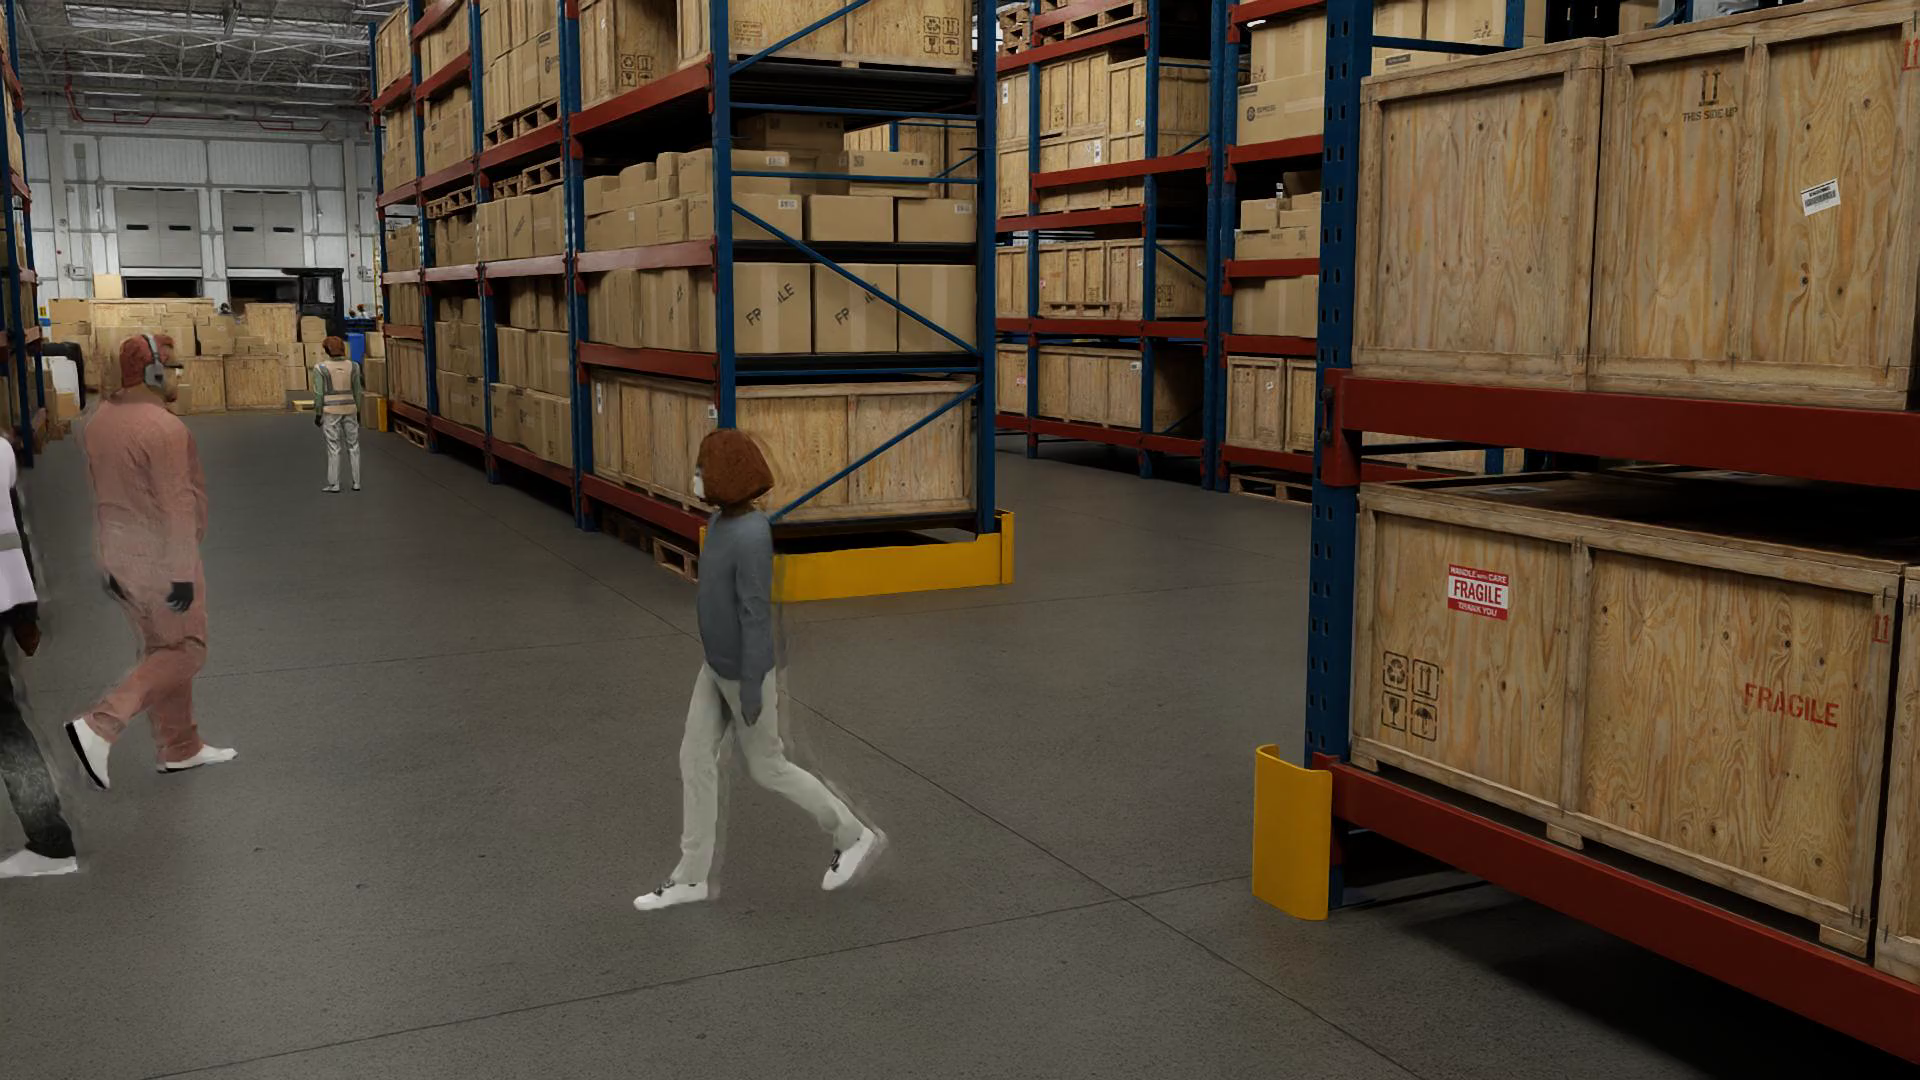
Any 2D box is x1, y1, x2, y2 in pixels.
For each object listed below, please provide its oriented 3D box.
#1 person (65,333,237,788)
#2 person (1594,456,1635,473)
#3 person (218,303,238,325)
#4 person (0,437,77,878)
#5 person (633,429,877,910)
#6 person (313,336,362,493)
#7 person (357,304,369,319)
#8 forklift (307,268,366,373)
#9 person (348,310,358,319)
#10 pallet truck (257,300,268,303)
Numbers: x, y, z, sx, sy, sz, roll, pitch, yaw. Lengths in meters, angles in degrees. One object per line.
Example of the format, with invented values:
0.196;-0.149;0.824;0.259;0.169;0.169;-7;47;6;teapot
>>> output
-3.383;0.089;6.884;0.656;1.888;0.692;6;10;37;person
2.888;-0.022;7.916;0.838;1.801;0.554;1;8;6;person
-22.037;-6.175;50.052;0.651;1.885;0.999;-6;10;-36;person
-3.573;0.263;5.753;0.969;1.869;0.598;-1;8;-4;person
-0.679;0.427;5.527;0.765;1.608;0.505;-4;9;-24;person
-6.489;-1.308;17.378;0.309;1.637;0.517;8;12;44;person
-20.780;-7.326;58.203;0.437;1.851;0.779;2;8;11;person
-16.494;-5.699;43.384;1.129;2.768;1.873;2;9;15;forklift
-23.014;-7.940;63.285;0.512;1.586;0.864;3;9;22;person
-23.913;-7.404;58.171;1.885;1.965;0.823;-1;8;-9;pallet truck
